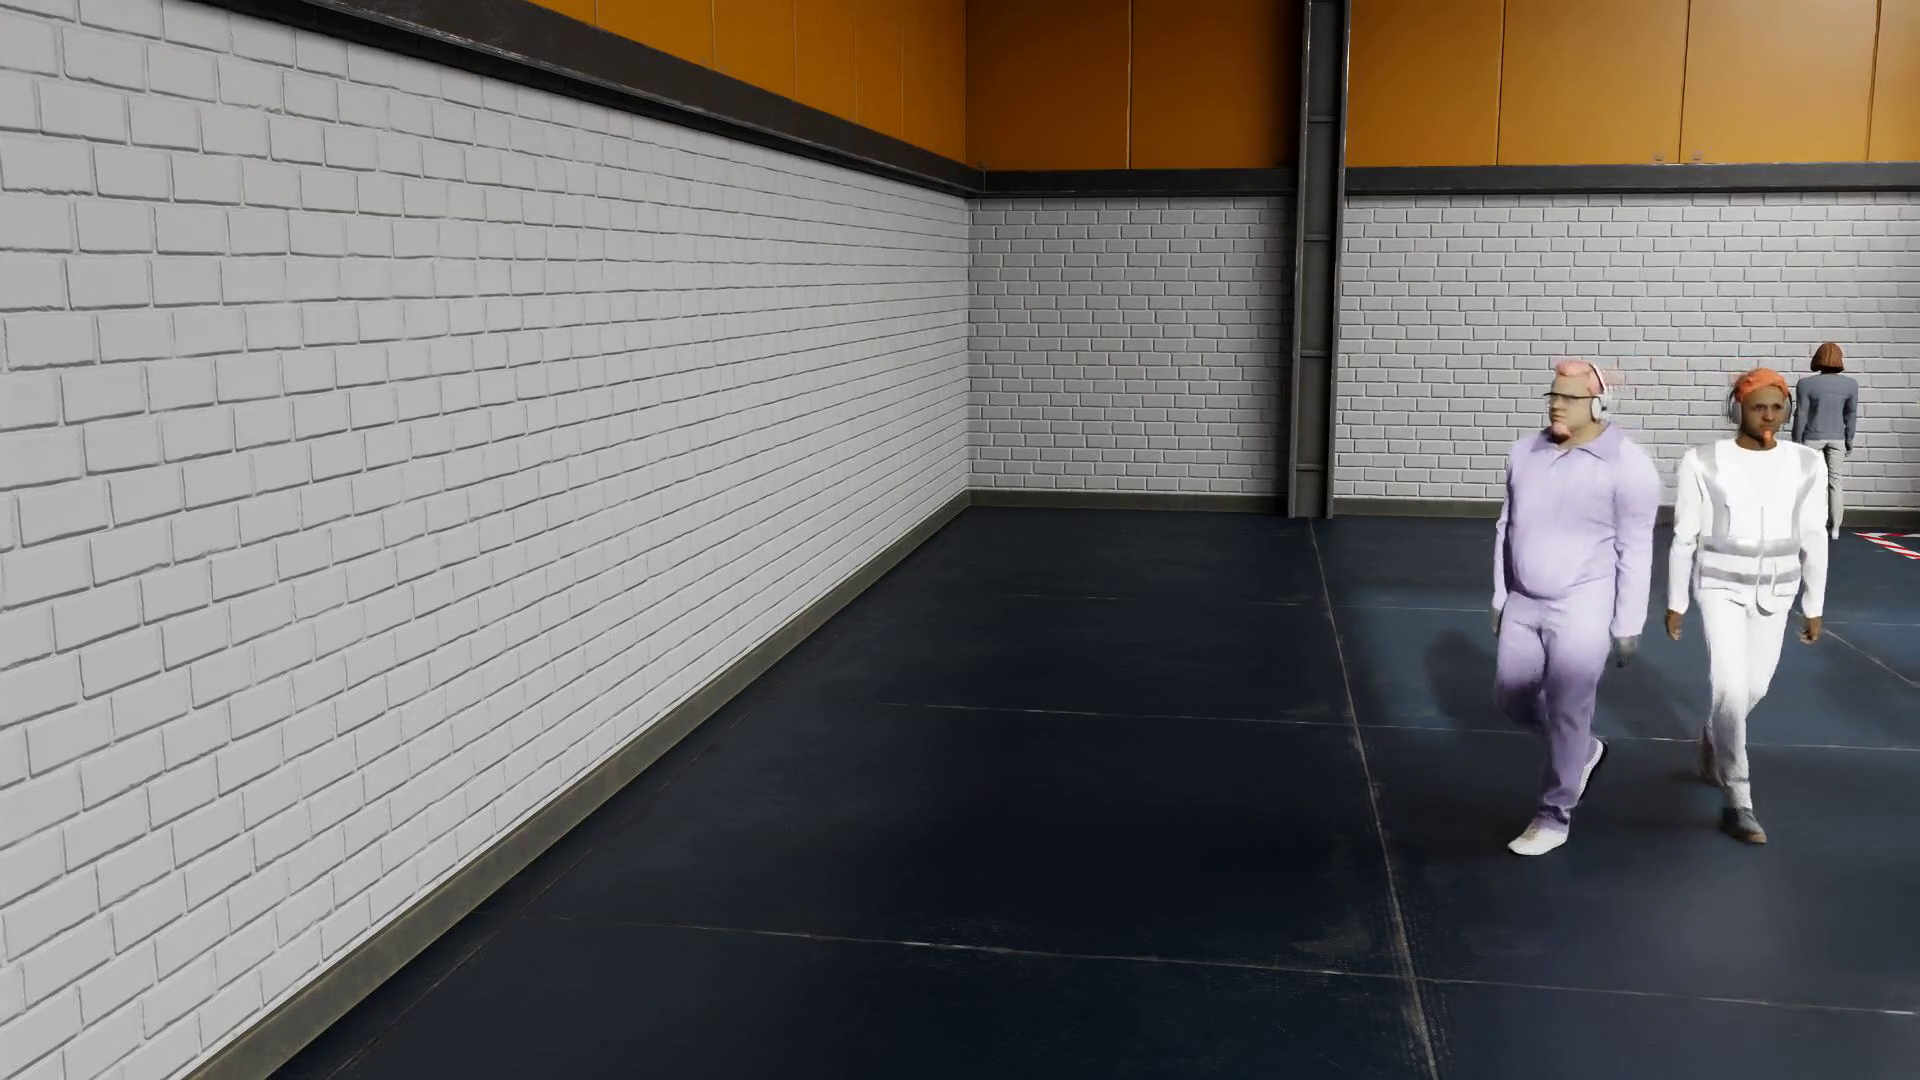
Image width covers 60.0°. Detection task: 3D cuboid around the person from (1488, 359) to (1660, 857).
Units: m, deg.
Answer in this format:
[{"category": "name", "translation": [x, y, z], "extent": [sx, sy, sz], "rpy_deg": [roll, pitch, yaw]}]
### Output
[{"category": "person", "translation": [2.348, 0.246, 6.402], "extent": [0.619, 1.892, 0.659], "rpy_deg": [-6, 11, -31]}]

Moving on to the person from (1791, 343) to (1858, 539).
[{"category": "person", "translation": [7.152, -0.814, 13.793], "extent": [0.507, 1.632, 0.264], "rpy_deg": [1, 9, 4]}]

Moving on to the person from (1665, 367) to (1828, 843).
[{"category": "person", "translation": [3.183, 0.213, 6.789], "extent": [0.585, 1.850, 0.939], "rpy_deg": [1, 9, 6]}]
